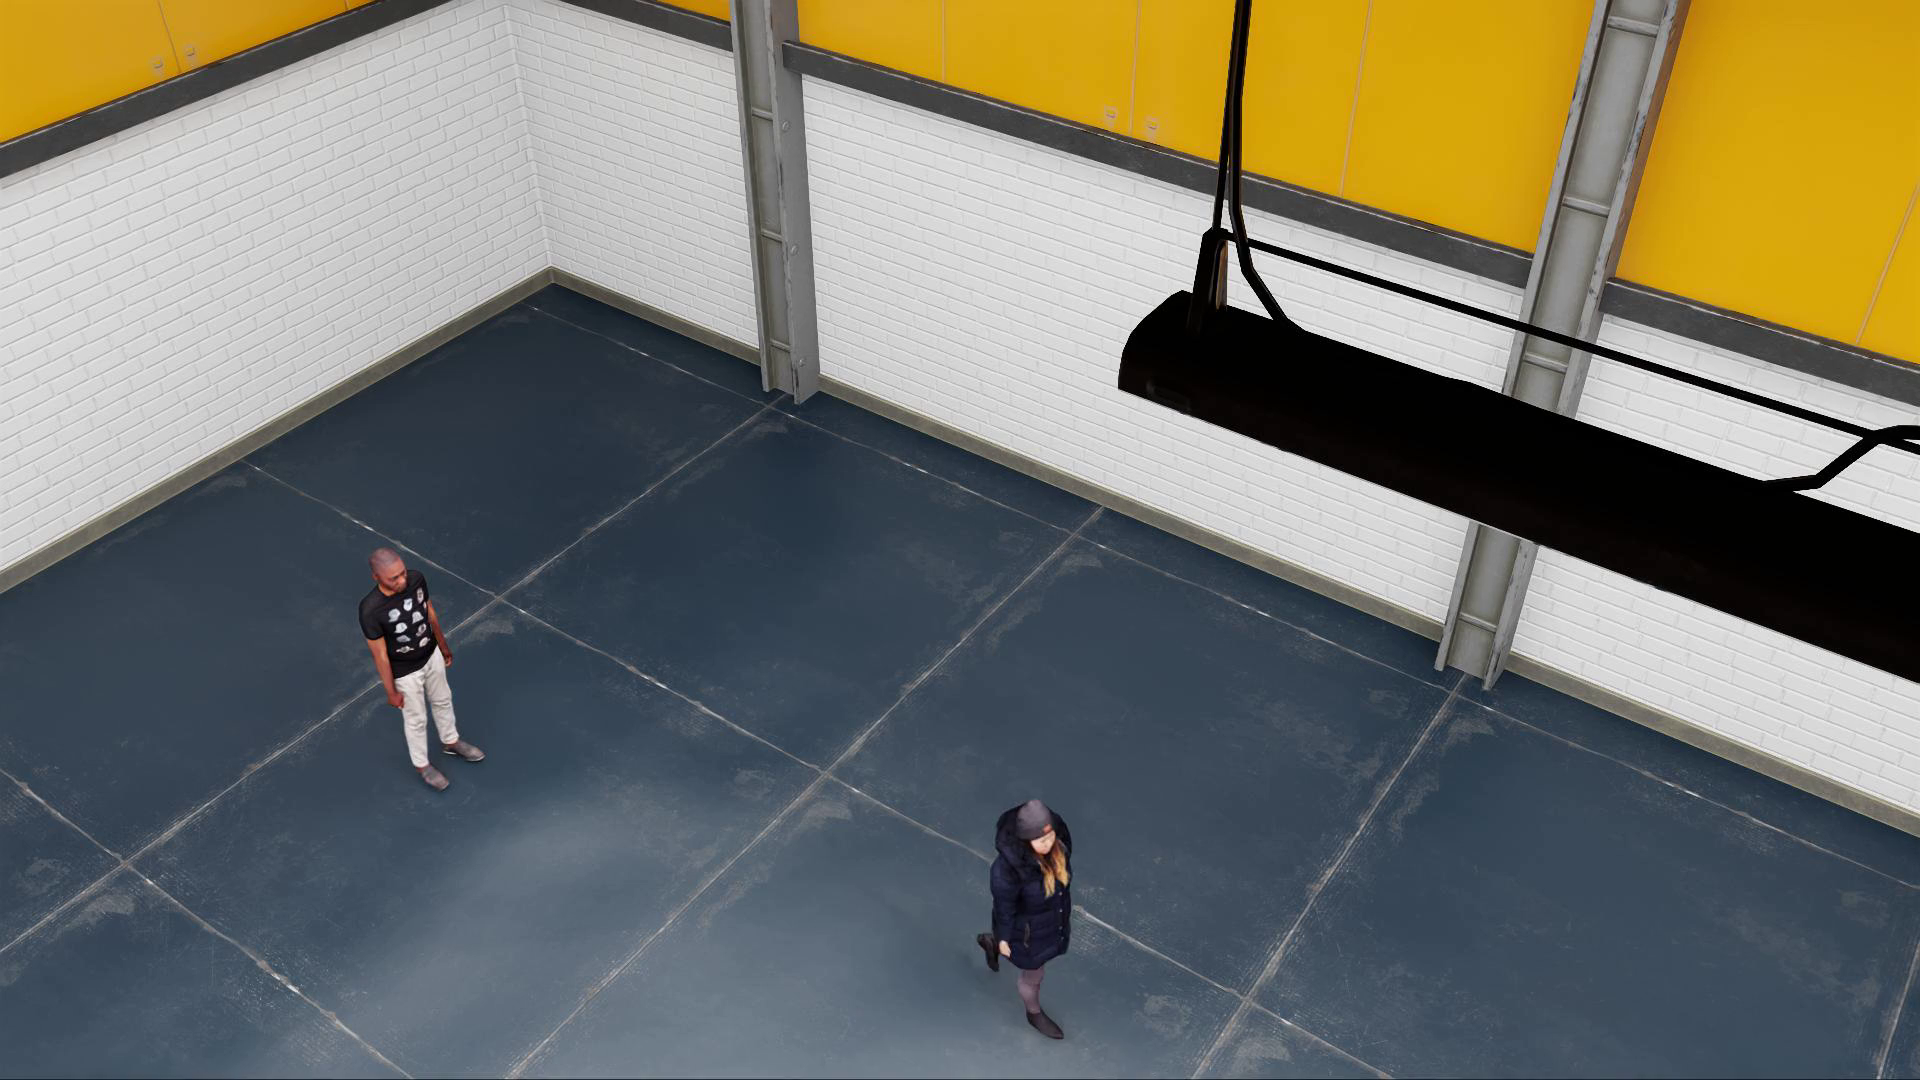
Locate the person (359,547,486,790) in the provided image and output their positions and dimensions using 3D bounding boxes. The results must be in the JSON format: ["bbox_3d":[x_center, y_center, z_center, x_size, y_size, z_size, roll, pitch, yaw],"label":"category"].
[{"bbox_3d":[-3.334,0.741,10.103,0.639,1.801,0.681,19,42,22],"label":"person"}]

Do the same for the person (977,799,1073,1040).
[{"bbox_3d":[0.321,1.936,8.718,0.959,1.662,0.749,32,48,33],"label":"person"}]
